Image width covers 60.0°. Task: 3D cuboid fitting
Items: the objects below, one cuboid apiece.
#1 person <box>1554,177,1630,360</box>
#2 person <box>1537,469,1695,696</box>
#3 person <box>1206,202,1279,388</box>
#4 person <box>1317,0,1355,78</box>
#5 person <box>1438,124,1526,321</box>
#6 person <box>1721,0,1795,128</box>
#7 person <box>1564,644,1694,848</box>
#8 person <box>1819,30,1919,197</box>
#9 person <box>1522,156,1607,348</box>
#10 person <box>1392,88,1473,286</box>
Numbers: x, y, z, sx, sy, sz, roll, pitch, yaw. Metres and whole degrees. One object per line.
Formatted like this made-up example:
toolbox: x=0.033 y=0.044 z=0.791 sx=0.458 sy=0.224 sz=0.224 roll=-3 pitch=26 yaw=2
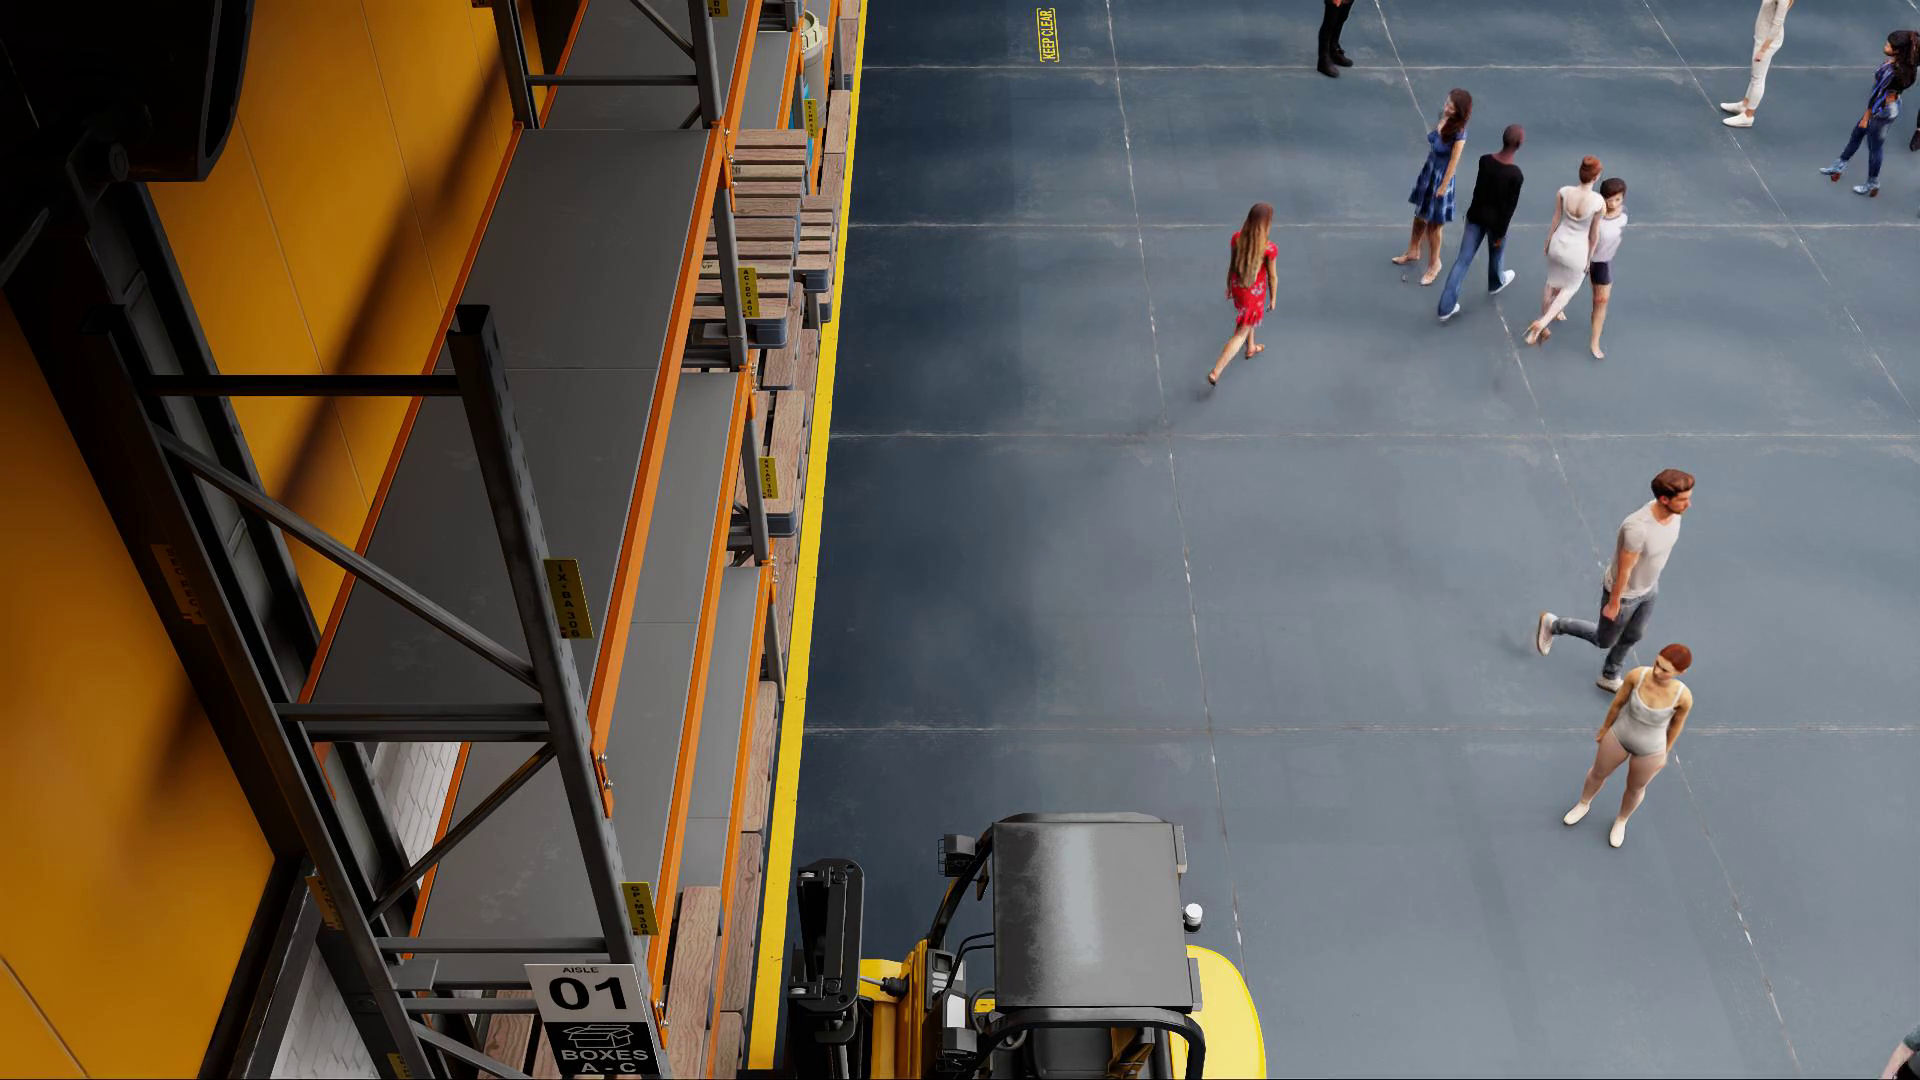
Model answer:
person: x=5.109 y=-2.313 z=13.563 sx=0.719 sy=1.527 sz=1.061 roll=-12 pitch=45 yaw=-12
person: x=4.205 y=0.254 z=10.613 sx=1.019 sy=1.878 sz=1.134 roll=-28 pitch=50 yaw=-26
person: x=2.221 y=-1.906 z=13.112 sx=1.016 sy=1.558 sz=1.118 roll=32 pitch=52 yaw=29
person: x=3.872 y=-5.623 z=16.853 sx=0.797 sy=1.781 sz=0.728 roll=30 pitch=51 yaw=28
person: x=4.288 y=-2.574 z=13.712 sx=1.158 sy=1.698 sz=1.147 roll=-31 pitch=52 yaw=-29
person: x=7.814 y=-4.824 z=16.063 sx=0.743 sy=1.713 sz=0.624 roll=17 pitch=46 yaw=17
person: x=3.992 y=1.182 z=9.809 sx=0.617 sy=1.643 sz=0.639 roll=26 pitch=49 yaw=25
person: x=8.468 y=-3.858 z=15.135 sx=0.933 sy=1.596 sz=0.883 roll=33 pitch=53 yaw=30
person: x=4.800 y=-2.246 z=13.307 sx=0.821 sy=1.784 sz=0.891 roll=32 pitch=52 yaw=29
person: x=4.022 y=-3.030 z=14.116 sx=0.766 sy=1.802 sz=0.560 roll=0 pitch=44 yaw=0
